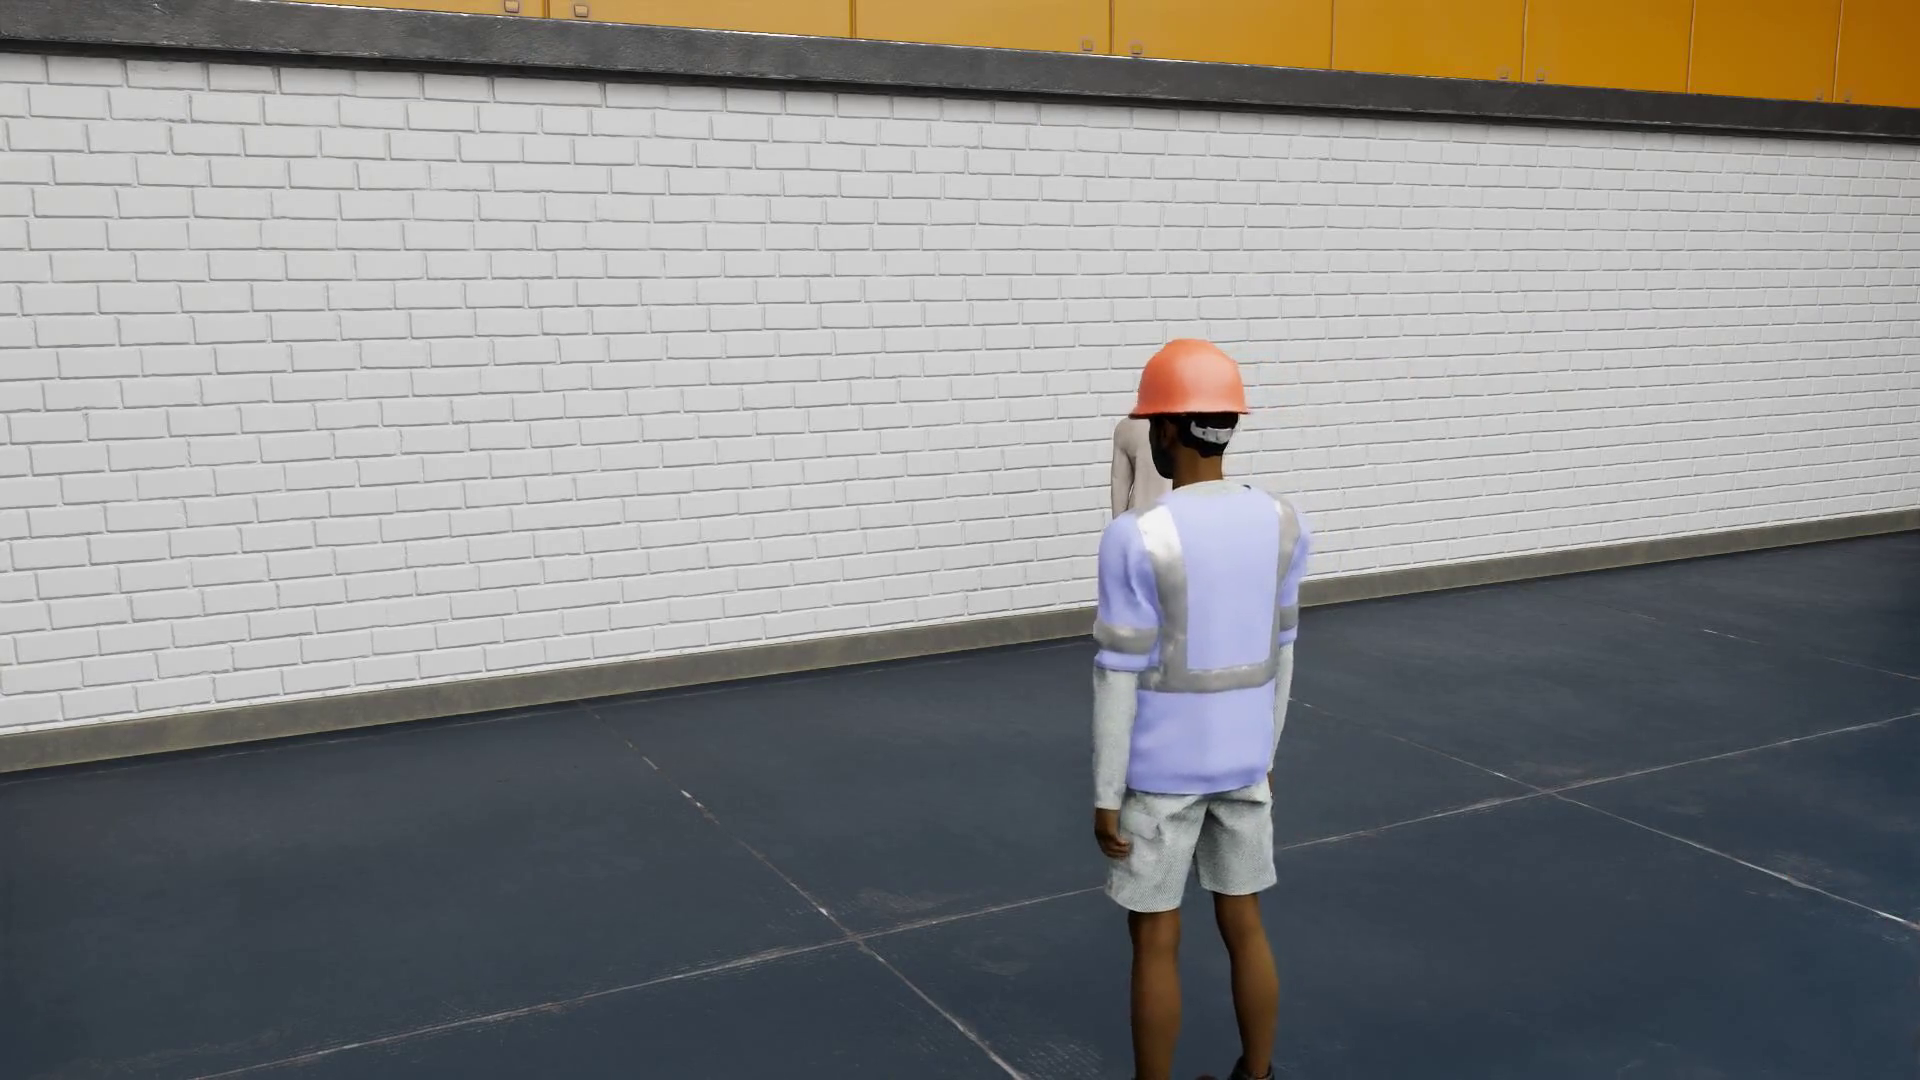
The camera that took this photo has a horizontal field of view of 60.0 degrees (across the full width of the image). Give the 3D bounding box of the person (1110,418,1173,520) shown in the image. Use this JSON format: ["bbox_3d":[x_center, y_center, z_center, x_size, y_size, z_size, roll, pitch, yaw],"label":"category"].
[{"bbox_3d":[0.947,-0.034,7.807,0.507,1.631,0.266,6,12,32],"label":"person"}]

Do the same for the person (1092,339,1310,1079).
[{"bbox_3d":[0.529,0.504,3.871,0.554,1.929,0.375,-5,11,-26],"label":"person"}]
